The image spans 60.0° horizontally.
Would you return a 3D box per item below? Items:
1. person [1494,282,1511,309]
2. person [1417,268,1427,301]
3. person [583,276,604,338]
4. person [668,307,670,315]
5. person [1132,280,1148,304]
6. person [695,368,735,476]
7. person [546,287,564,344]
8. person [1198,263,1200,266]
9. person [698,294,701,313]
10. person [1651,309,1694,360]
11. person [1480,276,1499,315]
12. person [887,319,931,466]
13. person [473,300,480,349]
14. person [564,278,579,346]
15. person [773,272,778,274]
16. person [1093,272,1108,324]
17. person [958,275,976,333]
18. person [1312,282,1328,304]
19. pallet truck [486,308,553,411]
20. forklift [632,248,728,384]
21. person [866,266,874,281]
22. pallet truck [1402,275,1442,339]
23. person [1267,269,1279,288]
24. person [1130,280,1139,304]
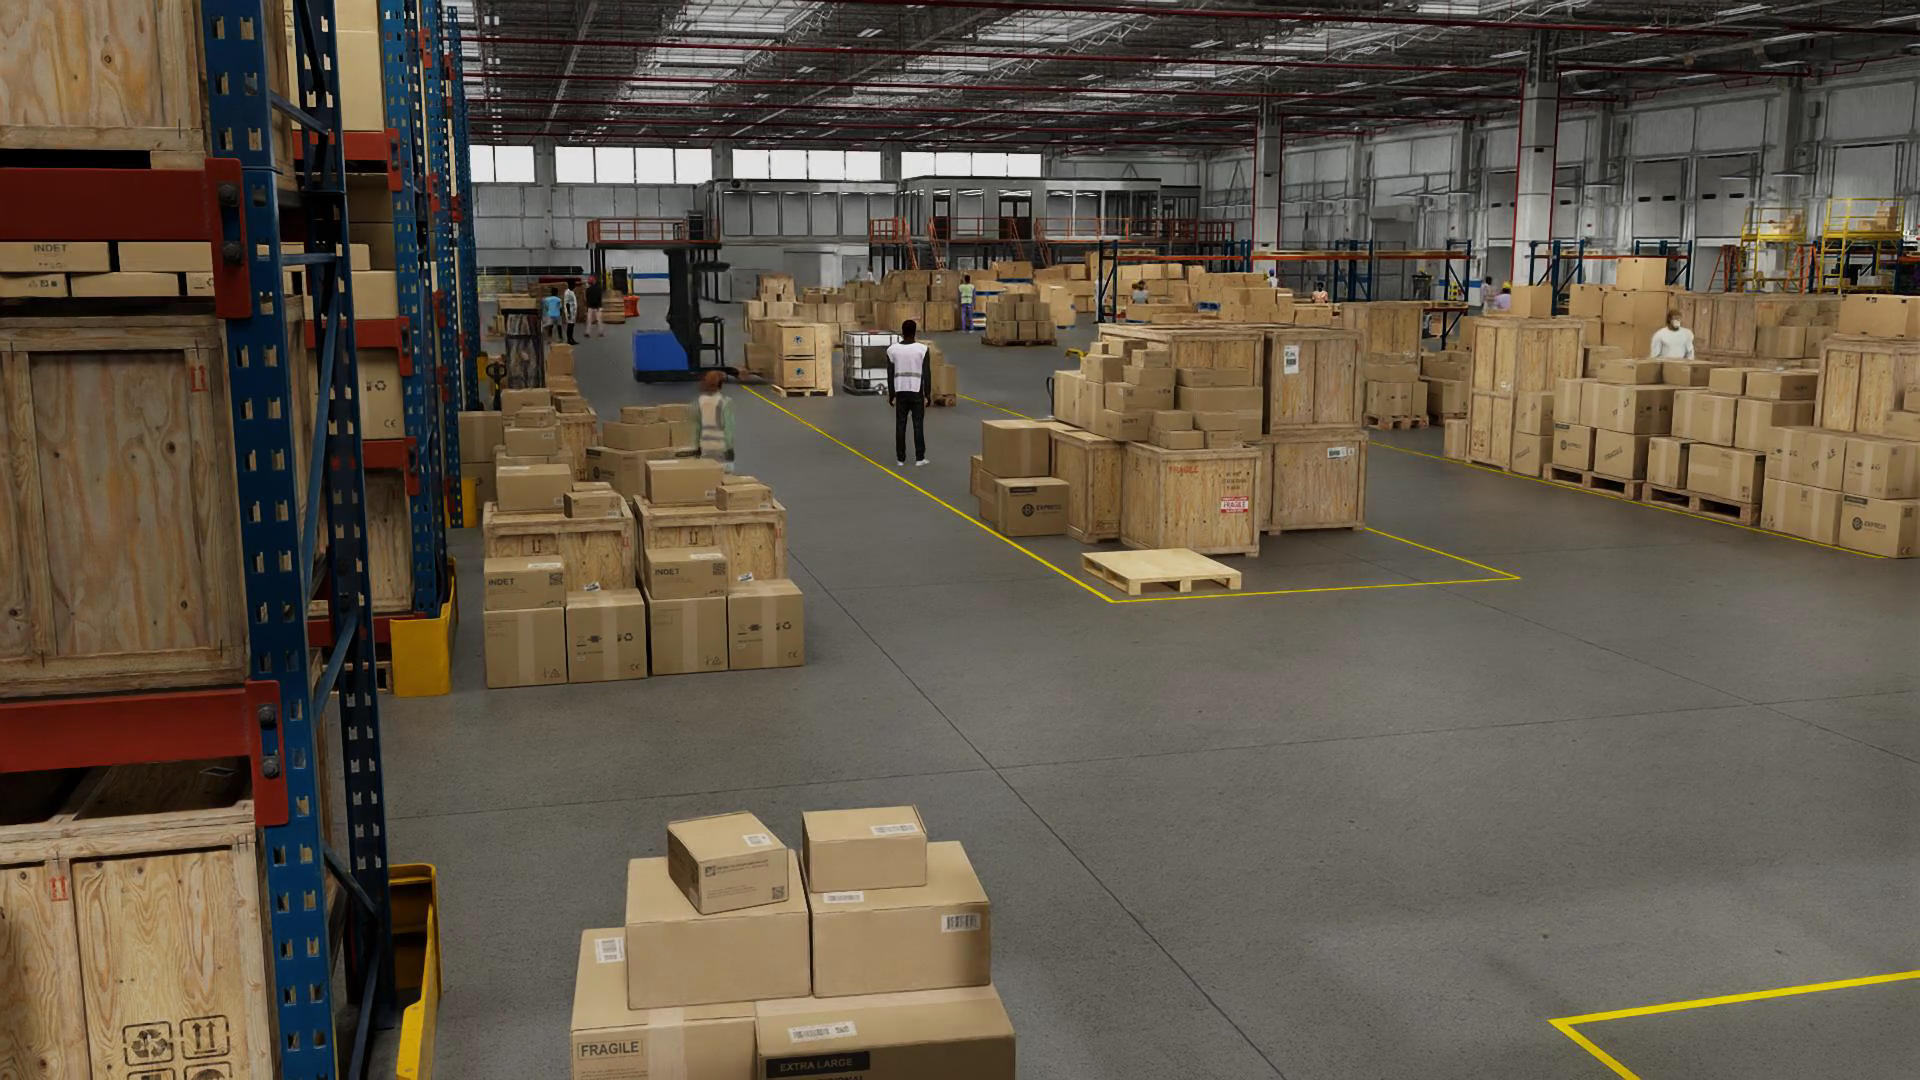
[{"bbox_3d":[15.026,-6.150,45.773,0.600,1.898,0.821,-1,10,-7],"label":"person"},{"bbox_3d":[20.972,-11.389,75.521,0.410,1.877,0.754,3,11,17],"label":"person"},{"bbox_3d":[-11.504,-7.306,52.226,0.609,1.943,1.014,2,10,14],"label":"person"},{"bbox_3d":[-6.938,-5.380,41.014,0.535,2.000,0.687,5,11,25],"label":"person"},{"bbox_3d":[5.506,-7.045,51.051,0.522,1.824,0.811,1,10,7],"label":"person"},{"bbox_3d":[-2.560,-0.951,17.123,0.520,1.623,0.608,7,12,35],"label":"person"},{"bbox_3d":[-12.034,-6.656,49.308,0.533,1.664,0.804,1,10,4],"label":"person"},{"bbox_3d":[13.042,-14.154,90.828,0.612,1.994,0.394,-3,11,-18],"label":"person"},{"bbox_3d":[-7.699,-6.507,48.025,0.528,1.832,0.879,-7,12,-36],"label":"person"},{"bbox_3d":[11.003,-2.631,25.816,0.642,1.920,0.793,-1,10,-5],"label":"person"},{"bbox_3d":[18.715,-8.411,58.851,0.682,1.814,0.488,-1,10,-6],"label":"person"},{"bbox_3d":[-0.663,-1.926,21.805,0.589,1.919,0.393,2,10,12],"label":"person"},{"bbox_3d":[-13.574,-6.120,46.037,0.553,1.730,0.834,3,10,15],"label":"person"},{"bbox_3d":[-11.285,-6.620,48.282,0.373,1.957,0.596,0,10,2],"label":"person"},{"bbox_3d":[-6.894,-9.109,62.469,0.568,1.912,0.644,-6,12,-30],"label":"person"},{"bbox_3d":[5.188,-8.948,61.513,0.635,1.935,0.349,10,14,44],"label":"person"},{"bbox_3d":[0.231,-7.860,55.401,0.590,1.920,0.398,2,10,9],"label":"person"},{"bbox_3d":[11.972,-7.735,55.351,0.534,1.692,0.321,5,11,25],"label":"person"},{"bbox_3d":[-6.242,-2.418,24.362,0.823,1.965,1.885,1,10,3],"label":"pallet truck"},{"bbox_3d":[-5.901,-4.698,34.776,1.873,2.768,1.129,-3,10,-15],"label":"forklift"},{"bbox_3d":[-4.492,-12.777,83.347,0.355,1.883,0.572,-5,11,-25],"label":"person"},{"bbox_3d":[14.620,-7.324,52.145,0.823,1.965,1.885,8,13,40],"label":"pallet truck"},{"bbox_3d":[12.566,-9.924,67.004,0.602,1.949,0.391,-5,11,-28],"label":"person"},{"bbox_3d":[5.924,-7.917,56.281,0.506,1.729,0.498,-2,10,-9],"label":"person"}]
